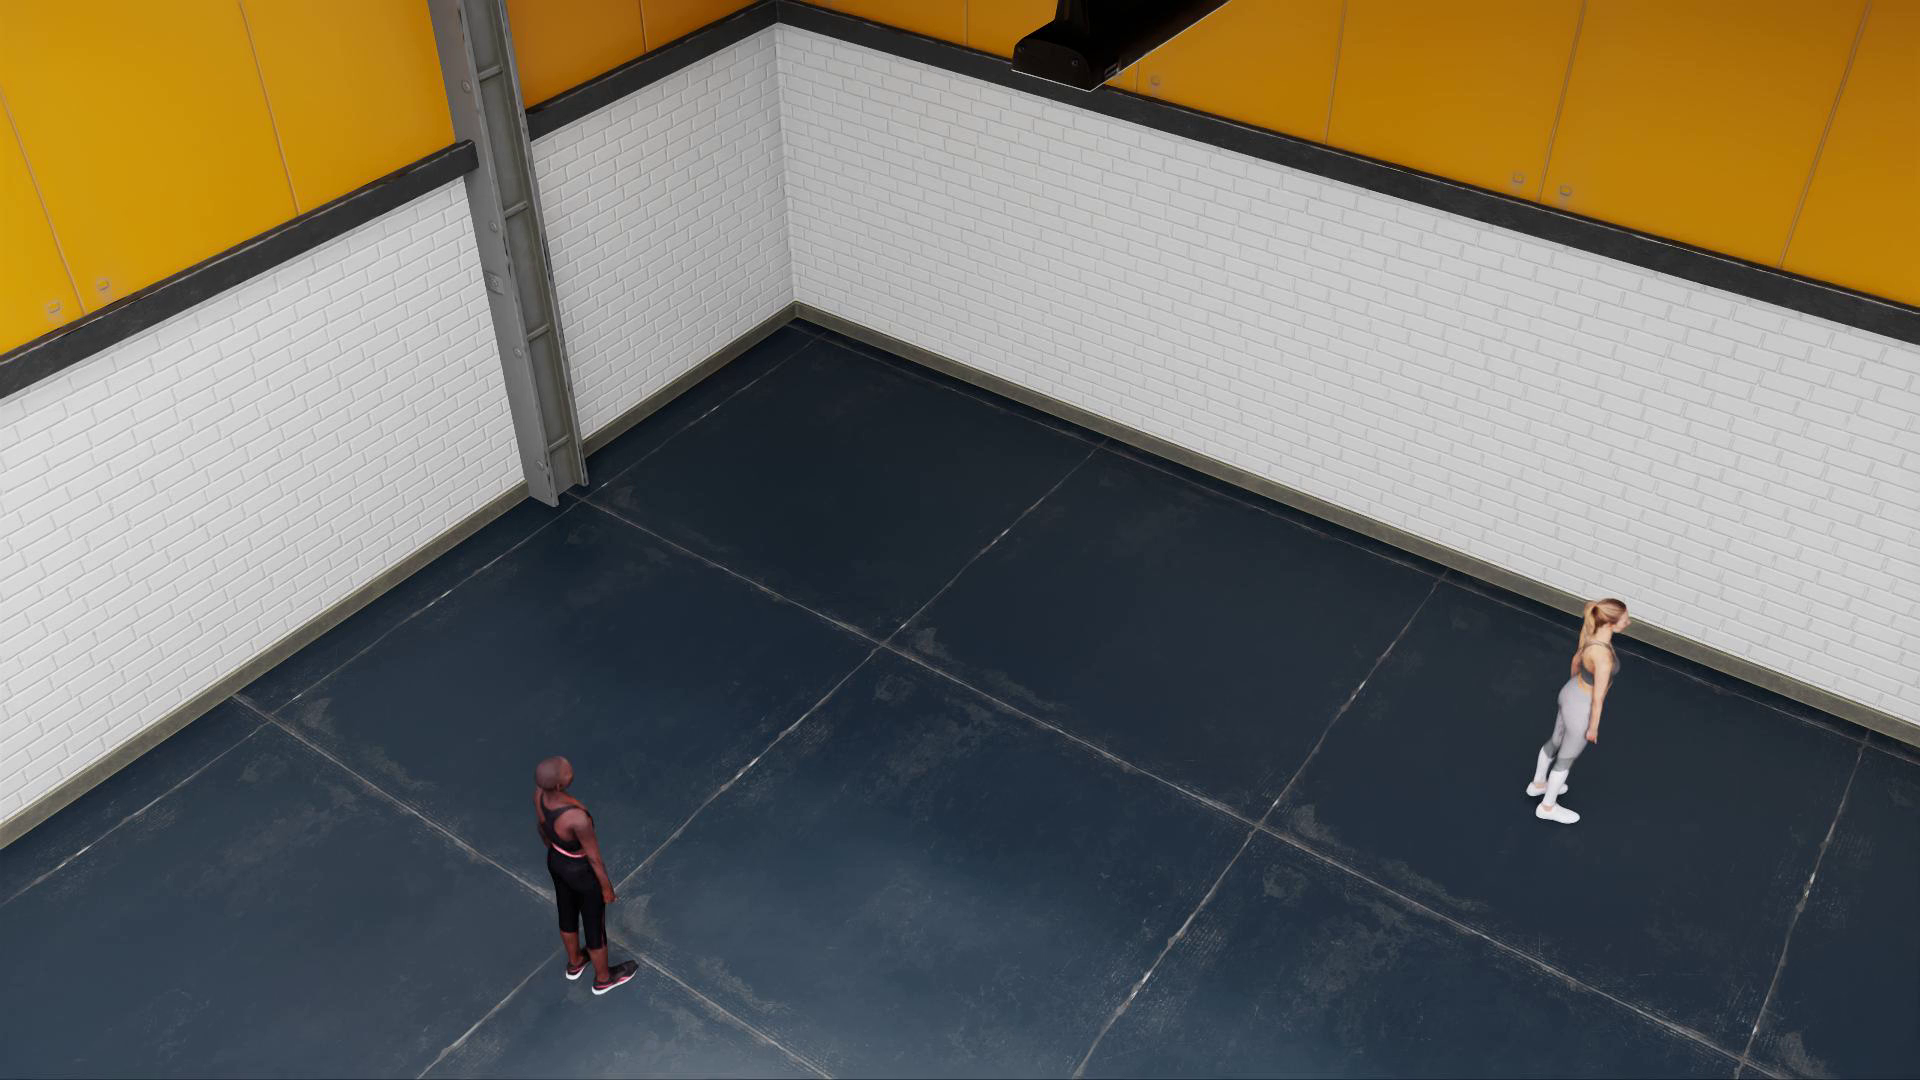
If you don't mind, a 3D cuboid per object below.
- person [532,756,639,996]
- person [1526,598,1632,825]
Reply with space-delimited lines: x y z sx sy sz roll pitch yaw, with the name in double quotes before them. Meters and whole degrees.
"person" -2.132 1.833 9.174 0.585 1.758 0.515 24 45 27
"person" 3.804 1.025 10.230 0.707 1.704 0.609 1 39 1
